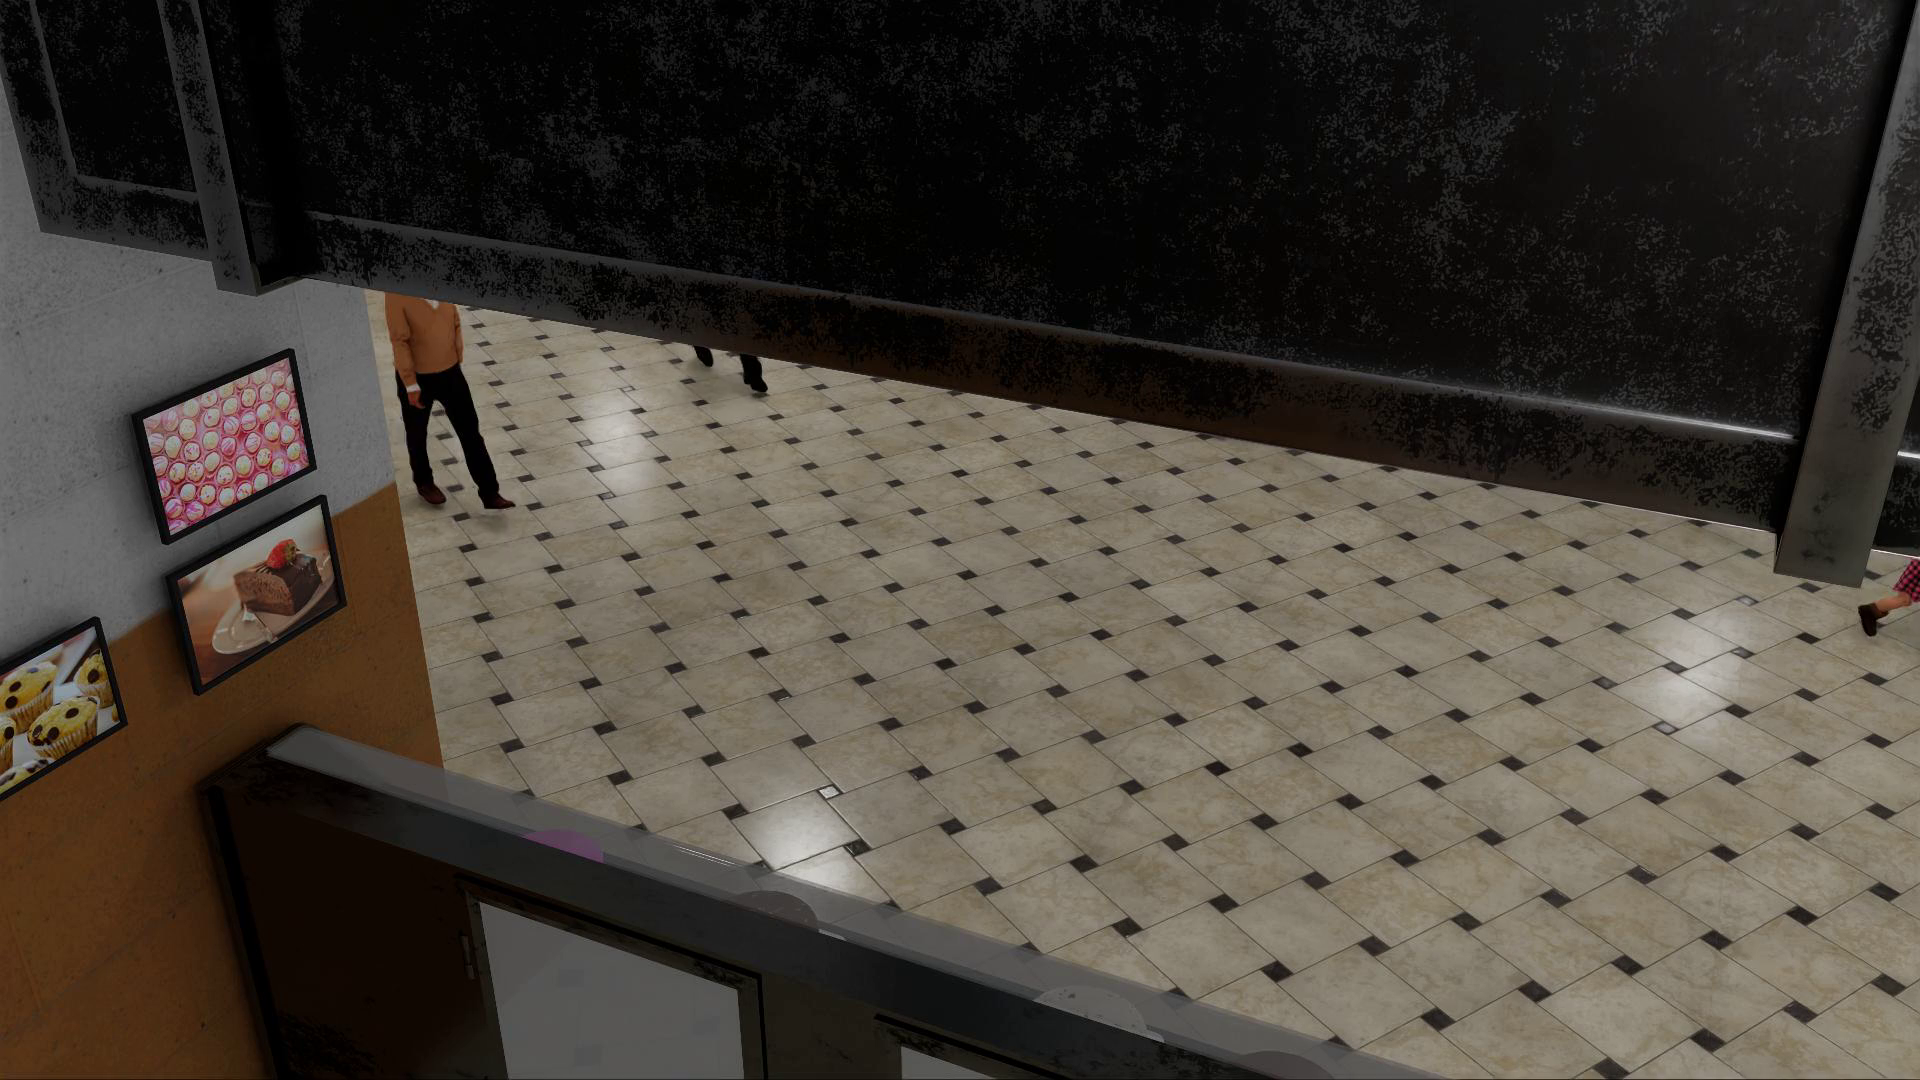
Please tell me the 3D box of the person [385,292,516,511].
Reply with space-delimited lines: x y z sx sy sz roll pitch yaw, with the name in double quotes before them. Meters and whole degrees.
"person" -3.224 -0.991 9.976 1.101 1.715 0.964 -24 35 -39
